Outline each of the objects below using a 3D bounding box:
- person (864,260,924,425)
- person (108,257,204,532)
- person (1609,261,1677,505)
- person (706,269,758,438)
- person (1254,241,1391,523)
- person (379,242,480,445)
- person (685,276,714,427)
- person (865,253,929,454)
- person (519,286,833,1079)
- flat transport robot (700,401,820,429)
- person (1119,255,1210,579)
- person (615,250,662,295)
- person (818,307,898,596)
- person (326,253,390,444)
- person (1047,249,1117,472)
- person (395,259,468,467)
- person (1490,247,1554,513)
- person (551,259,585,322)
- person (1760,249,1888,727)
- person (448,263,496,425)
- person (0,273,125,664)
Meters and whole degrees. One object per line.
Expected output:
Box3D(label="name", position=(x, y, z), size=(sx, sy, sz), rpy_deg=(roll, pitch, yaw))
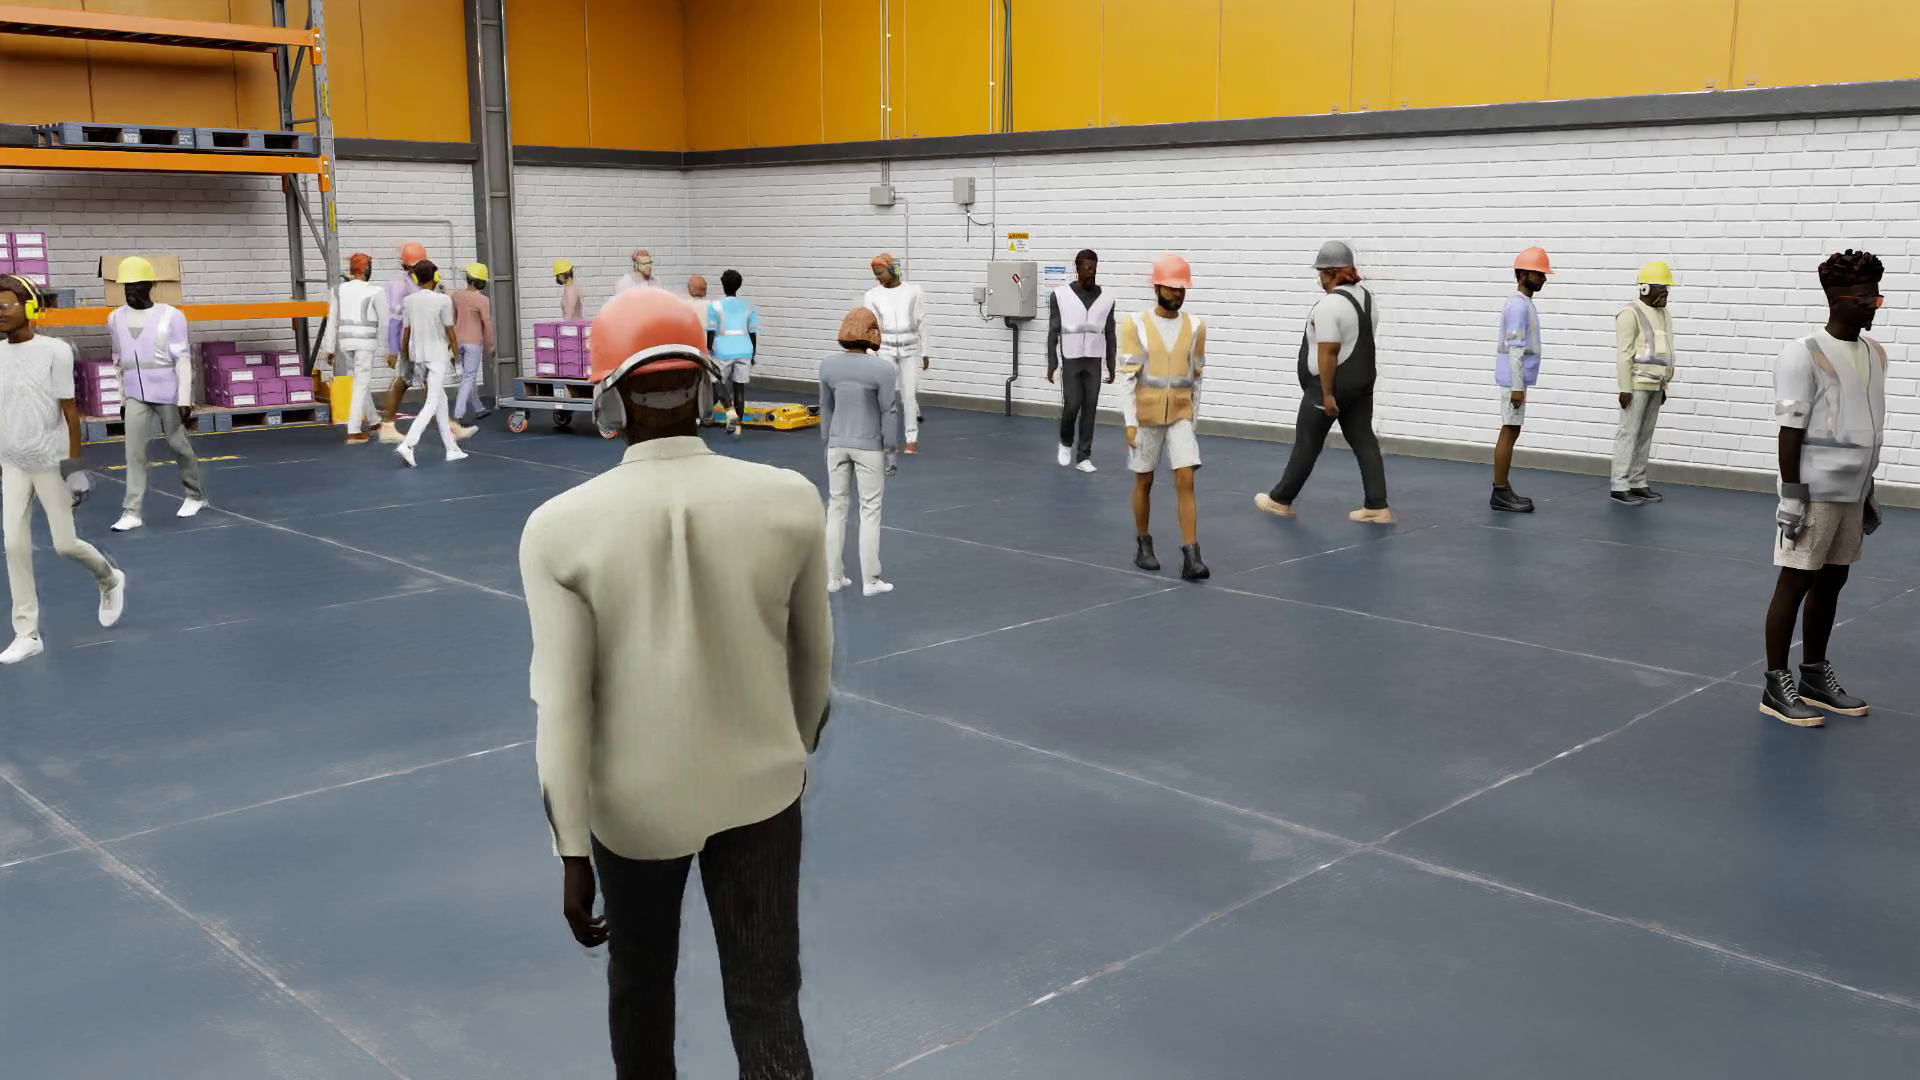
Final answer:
Box3D(label="person", position=(-0.705, -2.090, 17.650), size=(0.603, 1.773, 0.948), rpy_deg=(-5, 12, -26))
Box3D(label="person", position=(-5.668, -1.041, 11.680), size=(0.601, 1.880, 0.974), rpy_deg=(1, 10, 4))
Box3D(label="person", position=(5.173, -1.182, 12.568), size=(0.600, 1.827, 0.404), rpy_deg=(-8, 13, -39))
Box3D(label="person", position=(-2.239, -1.834, 16.501), size=(0.555, 1.681, 0.437), rpy_deg=(-5, 12, -27))
Box3D(label="person", position=(2.646, -1.147, 11.797), size=(0.689, 2.000, 1.004), rpy_deg=(-9, 14, -41))
Box3D(label="person", position=(-5.167, -1.872, 15.995), size=(1.074, 1.947, 0.752), rpy_deg=(1, 10, 3))
Box3D(label="person", position=(-2.788, -2.008, 17.756), size=(0.525, 1.588, 0.834), rpy_deg=(-2, 11, -13))
Box3D(label="person", position=(-0.586, -1.715, 15.418), size=(0.602, 1.868, 0.385), rpy_deg=(0, 10, 1))
Box3D(label="person", position=(-0.503, 0.494, 3.173), size=(0.607, 1.940, 1.066), rpy_deg=(-3, 11, -15))
Box3D(label="flat transport robot", position=(-2.249, -1.344, 17.704), size=(1.431, 0.197, 0.652), rpy_deg=(5, 11, 24))
Box3D(label="person", position=(1.219, -0.708, 9.801), size=(0.550, 1.898, 0.894), rpy_deg=(-1, 10, -8))
Box3D(label="person", position=(-3.634, -2.326, 18.748), size=(0.697, 1.865, 0.663), rpy_deg=(6, 12, 28))
Box3D(label="person", position=(-0.575, -0.499, 9.407), size=(0.496, 1.626, 0.290), rpy_deg=(5, 12, 26))
Box3D(label="person", position=(-5.876, -1.905, 16.465), size=(0.588, 1.837, 0.949), rpy_deg=(3, 11, 15))
Box3D(label="person", position=(1.048, -1.528, 14.240), size=(0.626, 1.905, 0.448), rpy_deg=(-3, 11, -17))
Box3D(label="person", position=(-4.719, -1.568, 14.712), size=(0.523, 1.824, 0.934), rpy_deg=(4, 11, 21))
Box3D(label="person", position=(4.132, -1.176, 12.248), size=(0.375, 1.934, 0.548), rpy_deg=(4, 11, 19))
Box3D(label="person", position=(-4.493, -2.375, 19.295), size=(0.468, 1.735, 0.543), rpy_deg=(-4, 11, -21))
Box3D(label="person", position=(3.622, -0.217, 6.931), size=(0.606, 1.966, 0.367), rpy_deg=(-6, 12, -30))
Box3D(label="person", position=(-5.193, -2.100, 17.869), size=(0.561, 1.712, 0.829), rpy_deg=(5, 12, 27))
Box3D(label="person", position=(-4.452, -0.373, 8.109), size=(0.526, 1.850, 0.794), rpy_deg=(1, 10, 7))
